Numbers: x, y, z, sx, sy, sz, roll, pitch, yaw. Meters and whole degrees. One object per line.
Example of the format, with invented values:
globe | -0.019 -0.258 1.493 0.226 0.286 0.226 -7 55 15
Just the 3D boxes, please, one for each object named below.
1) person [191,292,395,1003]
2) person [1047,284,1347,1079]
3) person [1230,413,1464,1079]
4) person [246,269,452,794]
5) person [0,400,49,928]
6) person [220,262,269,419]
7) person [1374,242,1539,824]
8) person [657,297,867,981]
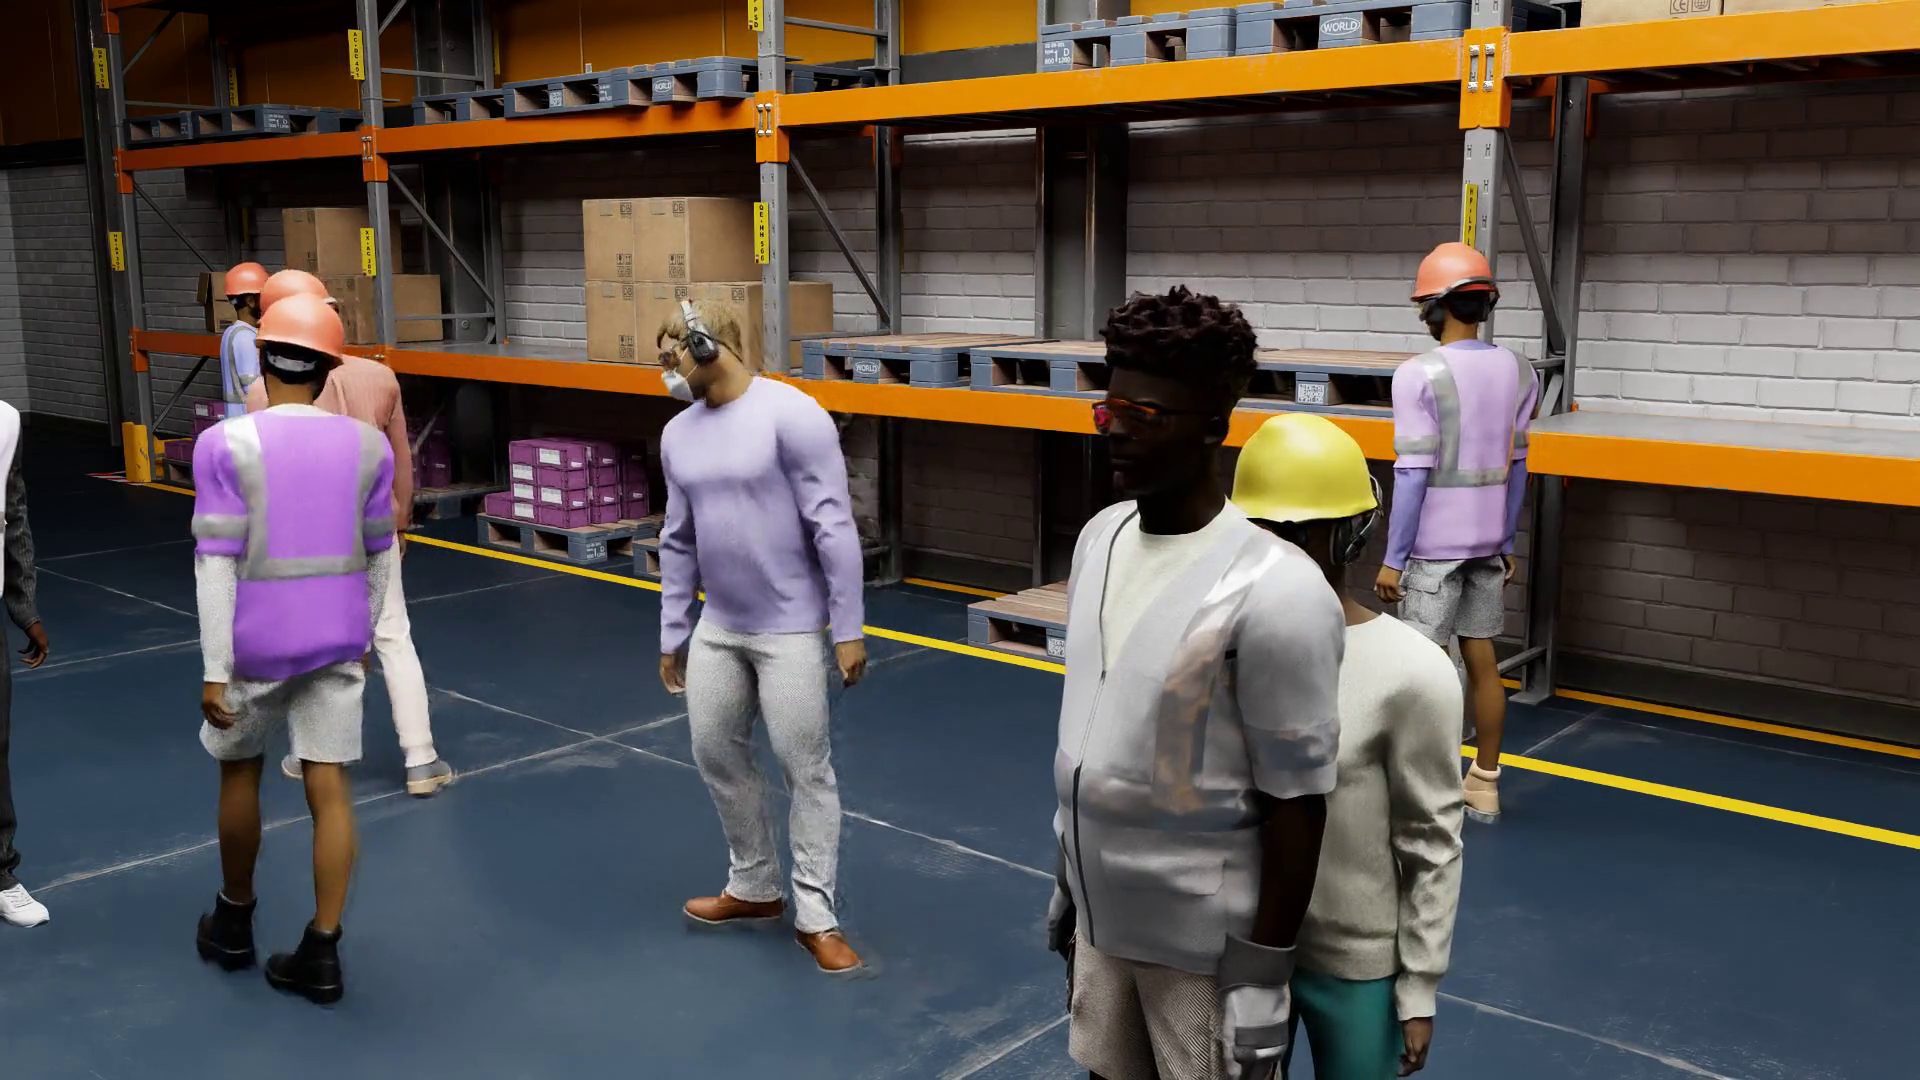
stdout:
person | -1.875 0.276 4.625 0.578 1.894 0.811 -9 13 -41
person | 0.329 0.585 2.667 0.365 1.964 0.608 -6 11 -30
person | 0.548 0.672 2.735 0.530 1.767 0.328 10 14 44
person | -2.263 -0.014 6.160 0.728 1.954 0.639 10 14 44
person | -2.987 0.229 4.825 0.379 1.918 0.596 9 13 41
person | -3.968 -0.591 9.426 0.350 1.942 0.545 -6 12 -32
person | 1.685 0.001 5.777 0.614 2.039 0.394 -6 11 -29
person | -0.541 0.275 4.676 0.740 1.894 0.367 7 12 34
